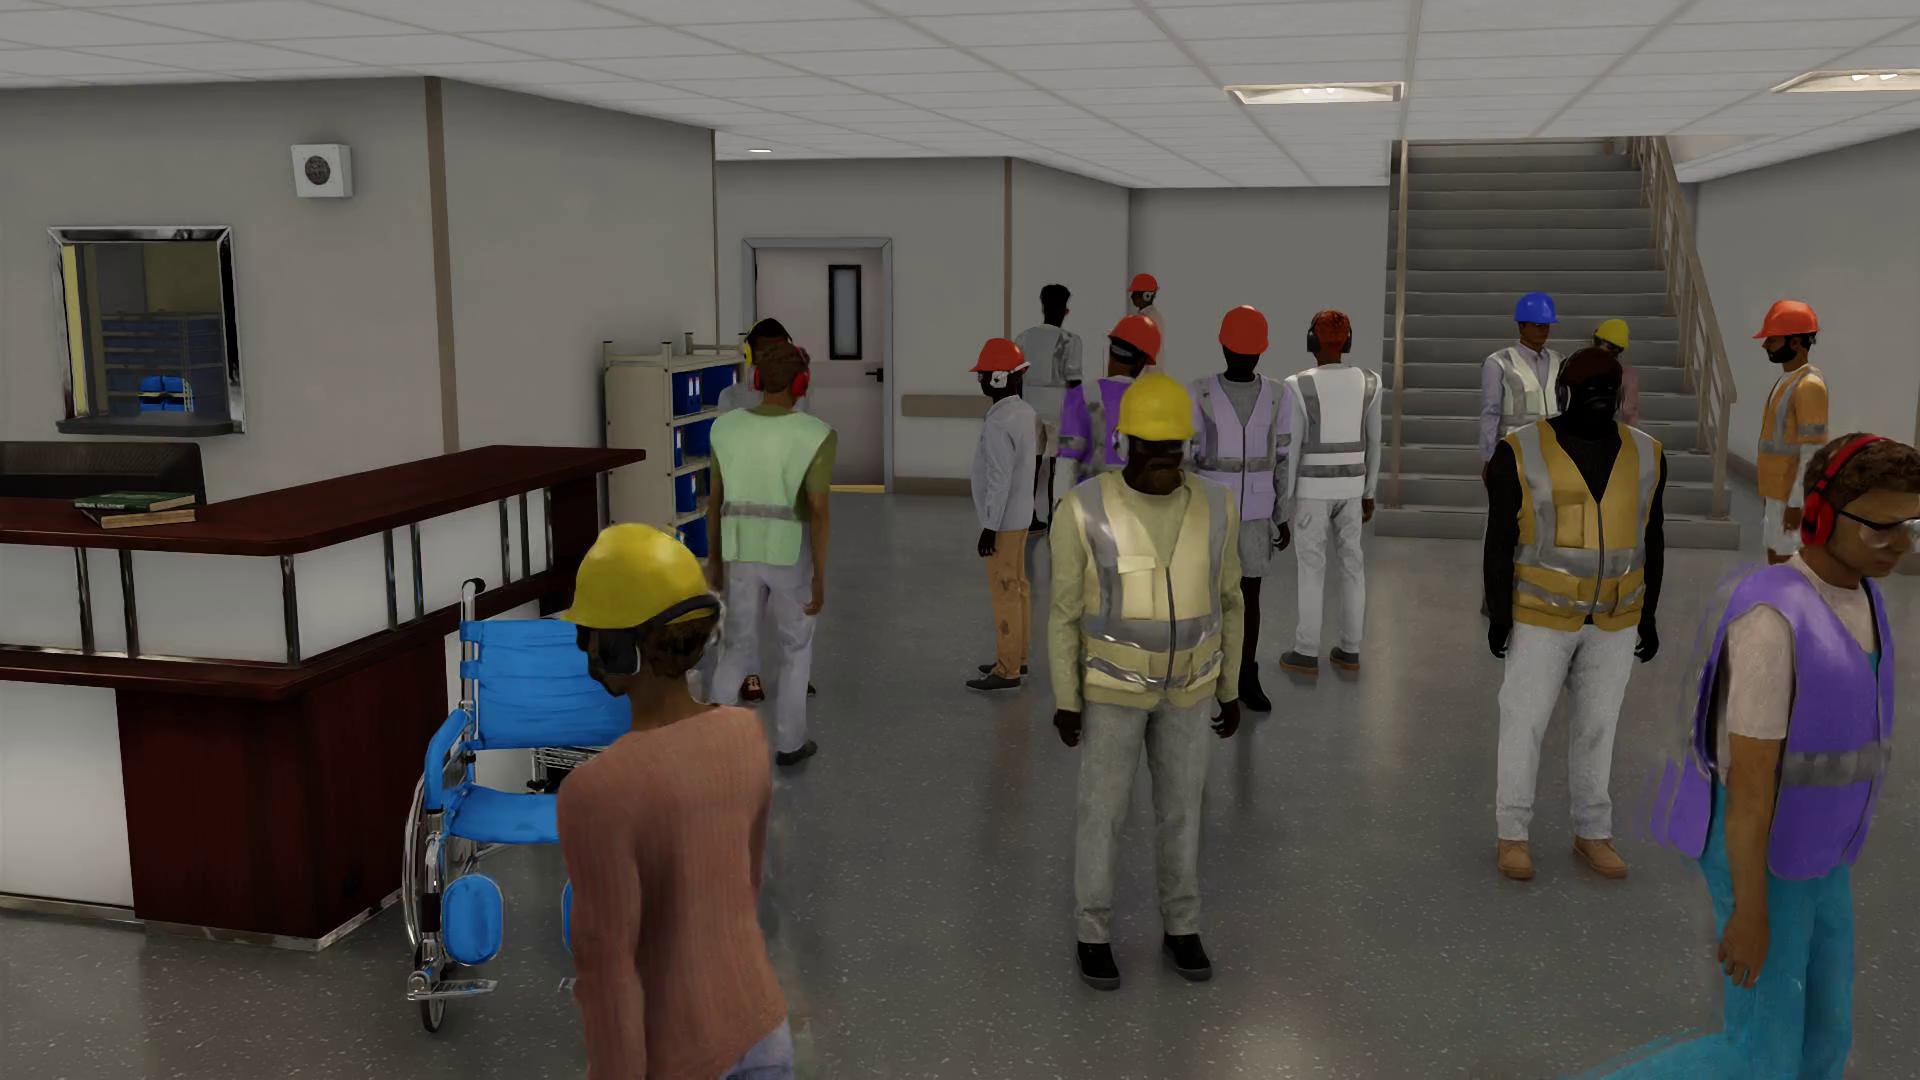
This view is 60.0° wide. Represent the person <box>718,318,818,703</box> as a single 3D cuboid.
[{"bbox_3d":[-0.915,-0.143,8.081,0.505,1.864,0.336,-3,10,-19],"label":"person"}]

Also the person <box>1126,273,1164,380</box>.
[{"bbox_3d":[1.783,-1.576,16.125,0.377,1.995,0.608,-2,10,-10],"label":"person"}]

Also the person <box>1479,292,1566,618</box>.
[{"bbox_3d":[3.358,-0.495,9.898,0.614,1.947,0.389,-4,10,-22],"label":"person"}]

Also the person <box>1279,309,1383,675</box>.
[{"bbox_3d":[1.895,-0.242,8.598,0.572,1.883,0.354,-3,10,-15],"label":"person"}]

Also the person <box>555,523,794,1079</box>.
[{"bbox_3d":[-0.484,0.826,2.795,0.905,1.717,0.543,6,11,30],"label":"person"}]

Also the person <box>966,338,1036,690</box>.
[{"bbox_3d":[0.204,-0.128,8.305,0.324,1.752,0.562,2,10,13],"label":"person"}]

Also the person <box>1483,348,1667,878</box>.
[{"bbox_3d":[2.129,0.260,5.768,0.625,1.846,0.429,0,10,-1],"label":"person"}]

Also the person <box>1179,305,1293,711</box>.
[{"bbox_3d":[1.304,-0.137,7.853,0.543,1.928,0.373,-1,10,-6],"label":"person"}]

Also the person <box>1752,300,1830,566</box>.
[{"bbox_3d":[4.221,-0.259,8.548,0.377,1.932,0.552,2,10,14],"label":"person"}]

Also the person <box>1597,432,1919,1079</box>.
[{"bbox_3d":[1.652,0.665,3.456,0.585,1.814,0.619,-9,13,-43],"label":"person"}]

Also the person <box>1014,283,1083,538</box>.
[{"bbox_3d":[0.690,-0.986,12.778,0.608,1.955,0.385,7,12,37],"label":"person"}]

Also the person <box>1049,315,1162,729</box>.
[{"bbox_3d":[0.700,-0.081,7.667,0.644,1.887,0.471,-4,10,-21],"label":"person"}]

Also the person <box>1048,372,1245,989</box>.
[{"bbox_3d":[0.558,0.418,4.904,0.596,1.824,0.403,-2,10,-13],"label":"person"}]

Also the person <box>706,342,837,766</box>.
[{"bbox_3d":[-0.802,0.108,6.762,0.602,1.811,0.835,3,10,18],"label":"person"}]
